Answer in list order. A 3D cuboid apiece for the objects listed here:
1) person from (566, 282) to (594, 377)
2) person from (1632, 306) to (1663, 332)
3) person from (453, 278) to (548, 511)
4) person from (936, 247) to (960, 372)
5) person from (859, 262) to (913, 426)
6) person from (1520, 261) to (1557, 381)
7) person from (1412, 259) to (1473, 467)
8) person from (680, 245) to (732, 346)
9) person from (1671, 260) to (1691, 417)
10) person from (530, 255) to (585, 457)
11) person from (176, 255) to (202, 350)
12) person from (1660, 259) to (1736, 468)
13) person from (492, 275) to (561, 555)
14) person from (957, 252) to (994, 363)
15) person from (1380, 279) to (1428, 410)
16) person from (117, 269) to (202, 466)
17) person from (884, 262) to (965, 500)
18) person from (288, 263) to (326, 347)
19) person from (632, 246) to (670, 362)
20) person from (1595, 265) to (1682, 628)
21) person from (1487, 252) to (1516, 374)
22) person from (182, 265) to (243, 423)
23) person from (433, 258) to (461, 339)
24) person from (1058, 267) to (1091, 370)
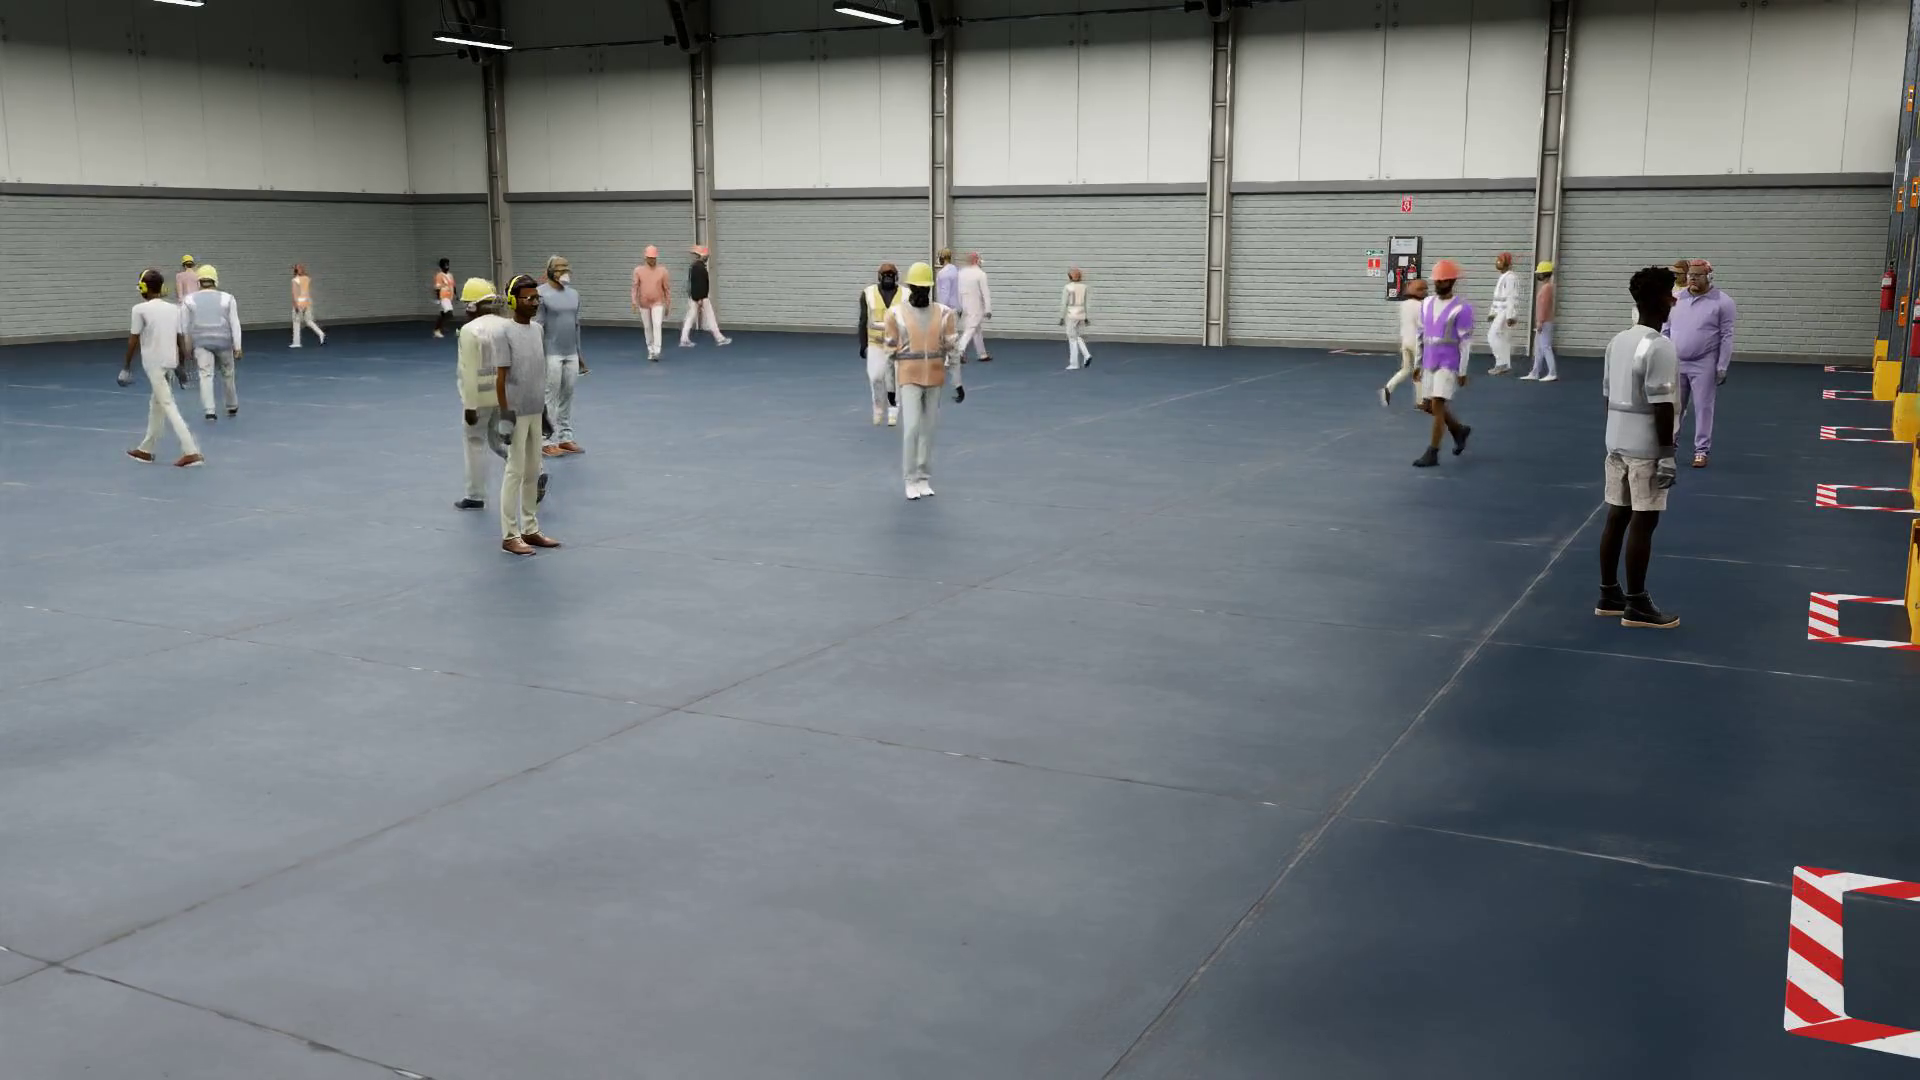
[{"bbox_3d":[-5.954,-3.217,24.908,0.851,1.588,0.521,3,11,16],"label":"person"},{"bbox_3d":[7.041,-1.855,17.075,0.804,1.731,0.547,-7,12,-33],"label":"person"},{"bbox_3d":[-3.587,-1.104,12.793,0.700,1.812,0.599,4,11,20],"label":"person"},{"bbox_3d":[-0.204,-3.607,26.091,0.376,1.936,0.627,3,11,13],"label":"person"},{"bbox_3d":[-0.799,-2.172,18.547,0.653,1.829,0.520,-1,10,-4],"label":"person"},{"bbox_3d":[8.546,-3.199,24.389,0.436,1.772,0.530,3,11,18],"label":"person"},{"bbox_3d":[4.521,-1.644,15.440,0.764,1.918,0.558,-7,12,-32],"label":"person"},{"bbox_3d":[-4.945,-4.684,31.960,1.018,1.942,0.615,-6,12,-30],"label":"person"},{"bbox_3d":[8.446,-2.364,19.574,0.506,1.841,0.345,9,14,42],"label":"person"},{"bbox_3d":[-3.899,-1.784,16.140,0.355,1.936,0.635,6,12,30],"label":"person"},{"bbox_3d":[-14.340,-4.426,31.015,0.322,1.767,0.533,9,14,41],"label":"person"},{"bbox_3d":[6.758,-1.623,15.346,0.641,1.910,0.401,10,15,44],"label":"person"},{"bbox_3d":[-2.925,-0.841,11.197,0.309,1.866,0.535,4,11,20],"label":"person"},{"bbox_3d":[0.208,-3.894,27.872,0.983,1.864,0.662,-8,13,-37],"label":"person"},{"bbox_3d":[5.494,-2.378,20.270,0.636,1.612,0.511,-4,11,-21],"label":"person"},{"bbox_3d":[-7.451,-1.584,15.386,0.979,1.819,0.543,4,11,19],"label":"person"},{"bbox_3d":[-0.270,-1.276,13.461,0.599,1.907,0.662,-4,11,-19],"label":"person"},{"bbox_3d":[-12.459,-4.459,31.601,0.675,1.614,0.520,4,11,19],"label":"person"},{"bbox_3d":[-5.252,-4.010,28.284,0.622,1.951,0.998,0,10,-1],"label":"person"},{"bbox_3d":[3.740,-0.509,9.111,0.367,1.966,0.604,-1,10,-7],"label":"person"},{"bbox_3d":[8.266,-3.458,25.459,0.505,1.864,0.579,2,11,12],"label":"person"},{"bbox_3d":[-8.619,-2.267,19.198,0.625,1.778,0.943,-3,11,-17],"label":"person"},{"bbox_3d":[-10.614,-4.993,34.416,0.876,1.647,0.532,2,11,12],"label":"person"},{"bbox_3d":[1.820,-3.511,26.426,0.512,1.624,0.389,-10,14,-42],"label":"person"}]
